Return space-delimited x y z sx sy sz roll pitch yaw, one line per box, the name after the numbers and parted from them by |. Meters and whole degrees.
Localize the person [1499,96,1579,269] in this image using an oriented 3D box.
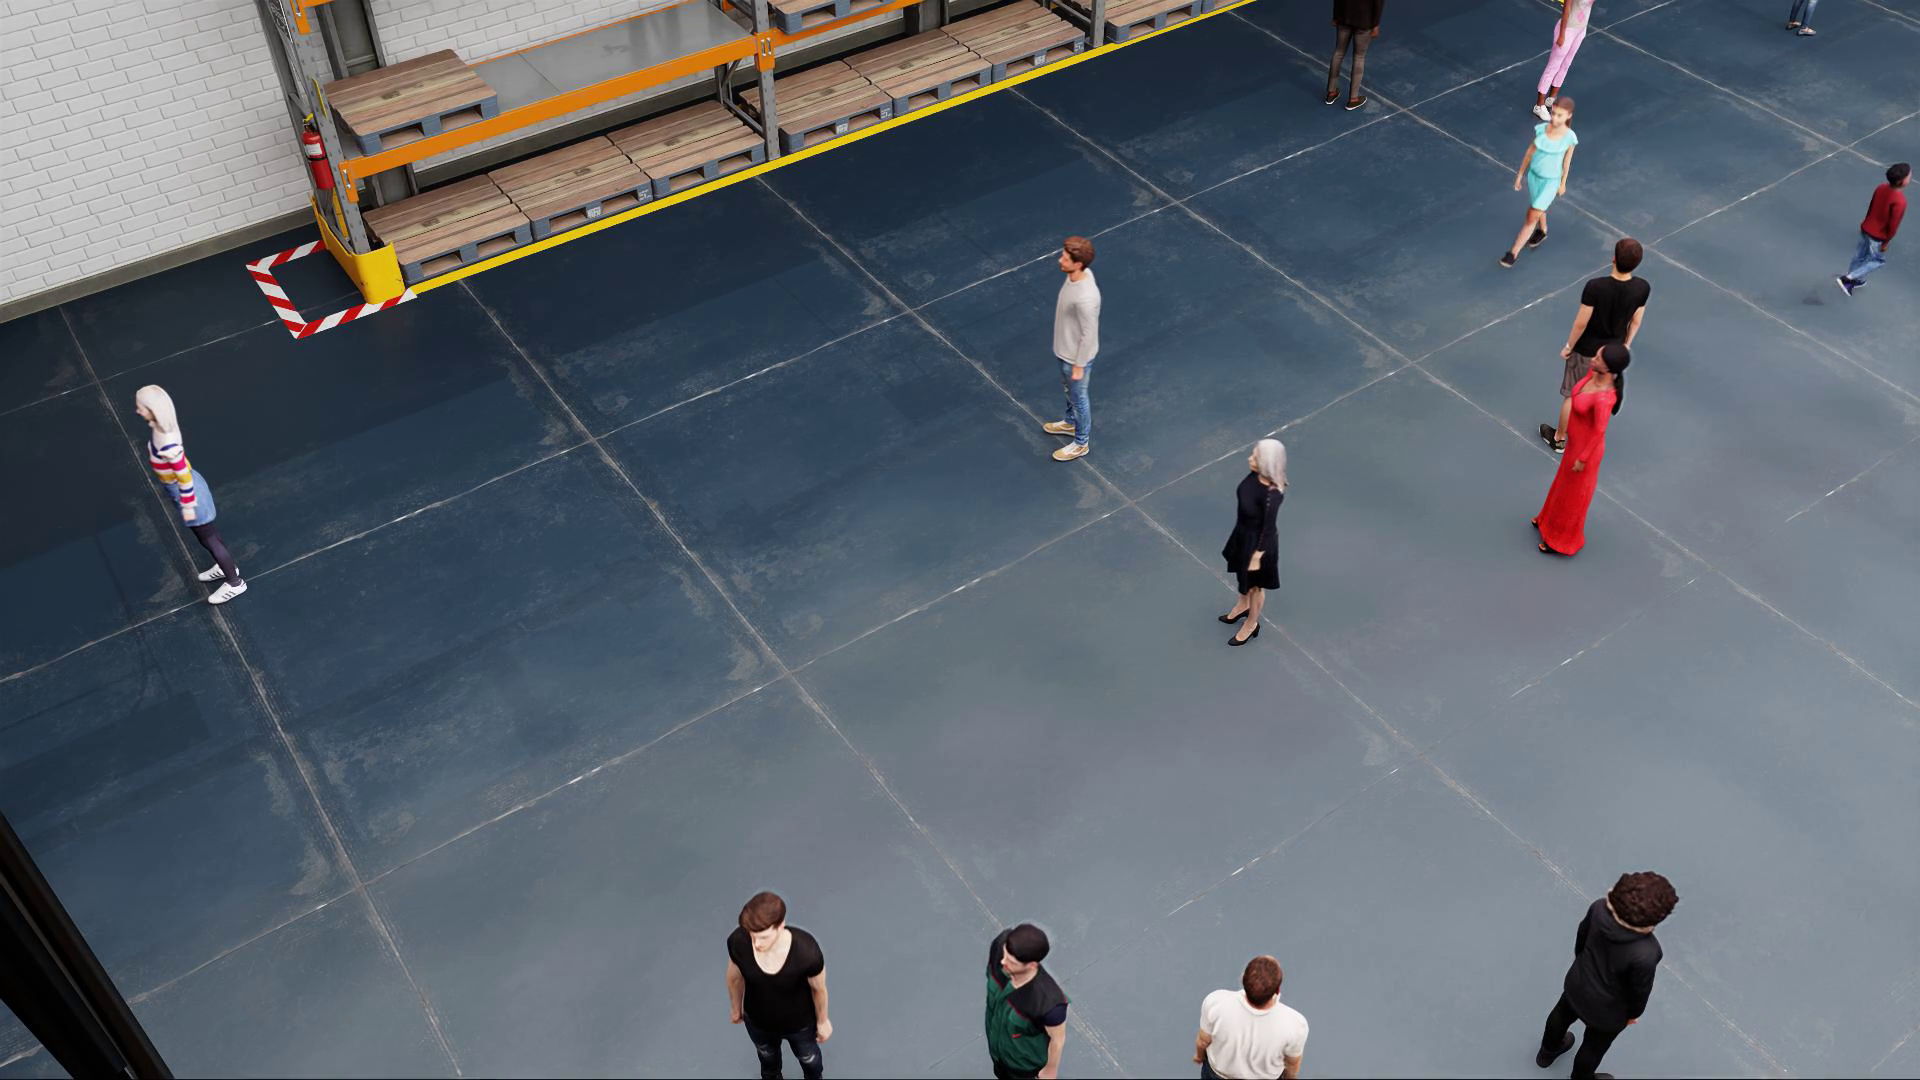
5.109 -3.153 14.454 1.087 1.513 0.683 -35 53 -31 | person

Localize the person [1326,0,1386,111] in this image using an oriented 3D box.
3.883 -5.110 16.301 0.716 1.800 0.660 28 50 26 | person

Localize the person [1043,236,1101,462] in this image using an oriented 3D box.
0.860 -1.429 12.363 0.725 1.902 0.748 -6 44 -7 | person

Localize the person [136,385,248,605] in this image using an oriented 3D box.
-5.228 -0.326 11.272 0.535 1.809 0.665 -22 48 -22 | person

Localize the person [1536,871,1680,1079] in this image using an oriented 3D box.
3.309 2.289 8.547 0.652 1.782 0.663 -18 46 -18 | person

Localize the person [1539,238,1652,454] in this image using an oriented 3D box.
4.757 -1.431 12.394 0.733 1.861 0.836 -1 44 -1 | person

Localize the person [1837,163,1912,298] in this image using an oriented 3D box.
7.718 -2.612 14.081 0.688 1.245 0.620 -6 44 -6 | person

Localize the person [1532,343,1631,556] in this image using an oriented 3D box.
4.357 -0.639 11.620 0.793 1.784 0.741 4 44 5 | person

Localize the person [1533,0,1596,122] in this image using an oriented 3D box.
5.933 -4.961 16.186 0.477 1.741 0.642 -31 51 -28 | person

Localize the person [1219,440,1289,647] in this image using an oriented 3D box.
1.931 0.013 10.962 0.720 1.746 0.697 -4 44 -4 | person

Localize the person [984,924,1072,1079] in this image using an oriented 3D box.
0.316 2.478 8.264 0.547 1.899 0.677 -25 49 -24 | person

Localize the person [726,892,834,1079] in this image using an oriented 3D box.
-0.900 2.360 8.390 0.752 1.895 0.805 8 44 8 | person

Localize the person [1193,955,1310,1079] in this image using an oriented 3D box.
1.378 2.617 8.149 0.752 1.855 0.772 14 45 14 | person
